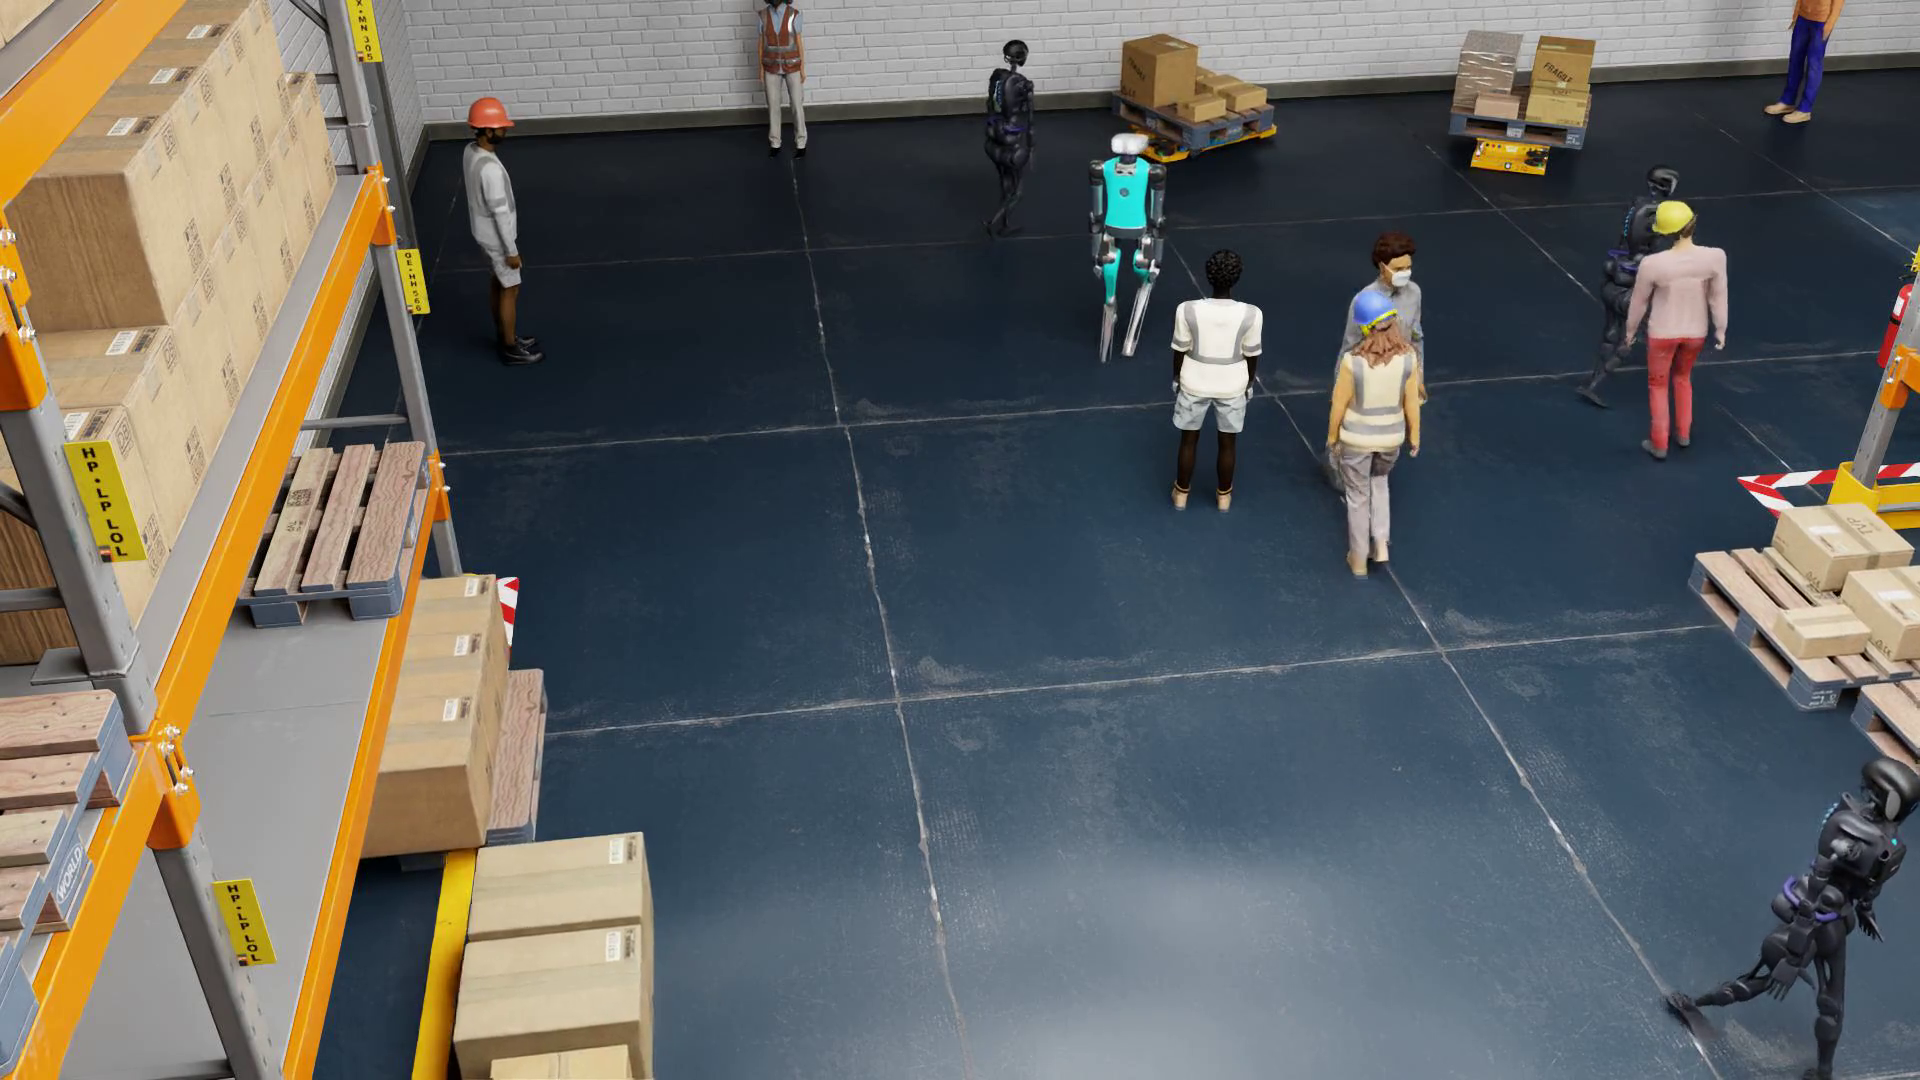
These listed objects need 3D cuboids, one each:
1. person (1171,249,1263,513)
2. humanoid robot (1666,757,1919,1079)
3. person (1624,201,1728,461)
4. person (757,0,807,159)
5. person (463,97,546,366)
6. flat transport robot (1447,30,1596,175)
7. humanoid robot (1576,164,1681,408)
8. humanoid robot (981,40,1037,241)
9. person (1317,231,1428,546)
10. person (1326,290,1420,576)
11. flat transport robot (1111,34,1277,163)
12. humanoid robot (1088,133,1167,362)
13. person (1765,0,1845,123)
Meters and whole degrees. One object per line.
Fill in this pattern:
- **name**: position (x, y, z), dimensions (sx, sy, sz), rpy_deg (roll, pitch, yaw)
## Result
- **person**: position (1.515, -0.929, 9.972), dimensions (0.532, 1.693, 0.320), rpy_deg (5, 33, 7)
- **humanoid robot**: position (3.291, 1.444, 6.400), dimensions (0.601, 1.630, 0.788), rpy_deg (-22, 39, -30)
- **person**: position (4.517, -1.320, 10.550), dimensions (0.597, 1.706, 0.443), rpy_deg (1, 33, 2)
- **person**: position (-1.621, -4.306, 15.158), dimensions (0.426, 1.680, 0.308), rpy_deg (2, 33, 3)
- **person**: position (-3.199, -2.136, 11.615), dimensions (0.388, 1.926, 0.546), rpy_deg (-17, 37, -24)
- **flat transport robot**: position (5.227, -3.789, 15.658), dimensions (0.659, 0.231, 1.431), rpy_deg (12, 35, 17)
- **humanoid robot**: position (4.467, -1.726, 11.216), dimensions (0.454, 1.647, 0.598), rpy_deg (-2, 33, -3)
- **humanoid robot**: position (0.325, -3.231, 13.525), dimensions (0.556, 1.643, 0.599), rpy_deg (-24, 40, -32)
- **person**: position (2.461, -0.962, 9.879), dimensions (0.530, 1.876, 0.833), rpy_deg (-17, 37, -24)
- **person**: position (2.328, -0.593, 9.403), dimensions (0.517, 1.741, 0.389), rpy_deg (-2, 33, -3)
- **flat transport robot**: position (2.267, -3.895, 15.821), dimensions (1.431, 0.231, 0.659), rpy_deg (-21, 38, -28)
- **humanoid robot**: position (1.194, -2.014, 11.677), dimensions (0.543, 1.870, 0.745), rpy_deg (9, 34, 13)
- **person**: position (8.230, -5.039, 16.023), dimensions (0.401, 1.973, 0.515), rpy_deg (-11, 35, -16)
